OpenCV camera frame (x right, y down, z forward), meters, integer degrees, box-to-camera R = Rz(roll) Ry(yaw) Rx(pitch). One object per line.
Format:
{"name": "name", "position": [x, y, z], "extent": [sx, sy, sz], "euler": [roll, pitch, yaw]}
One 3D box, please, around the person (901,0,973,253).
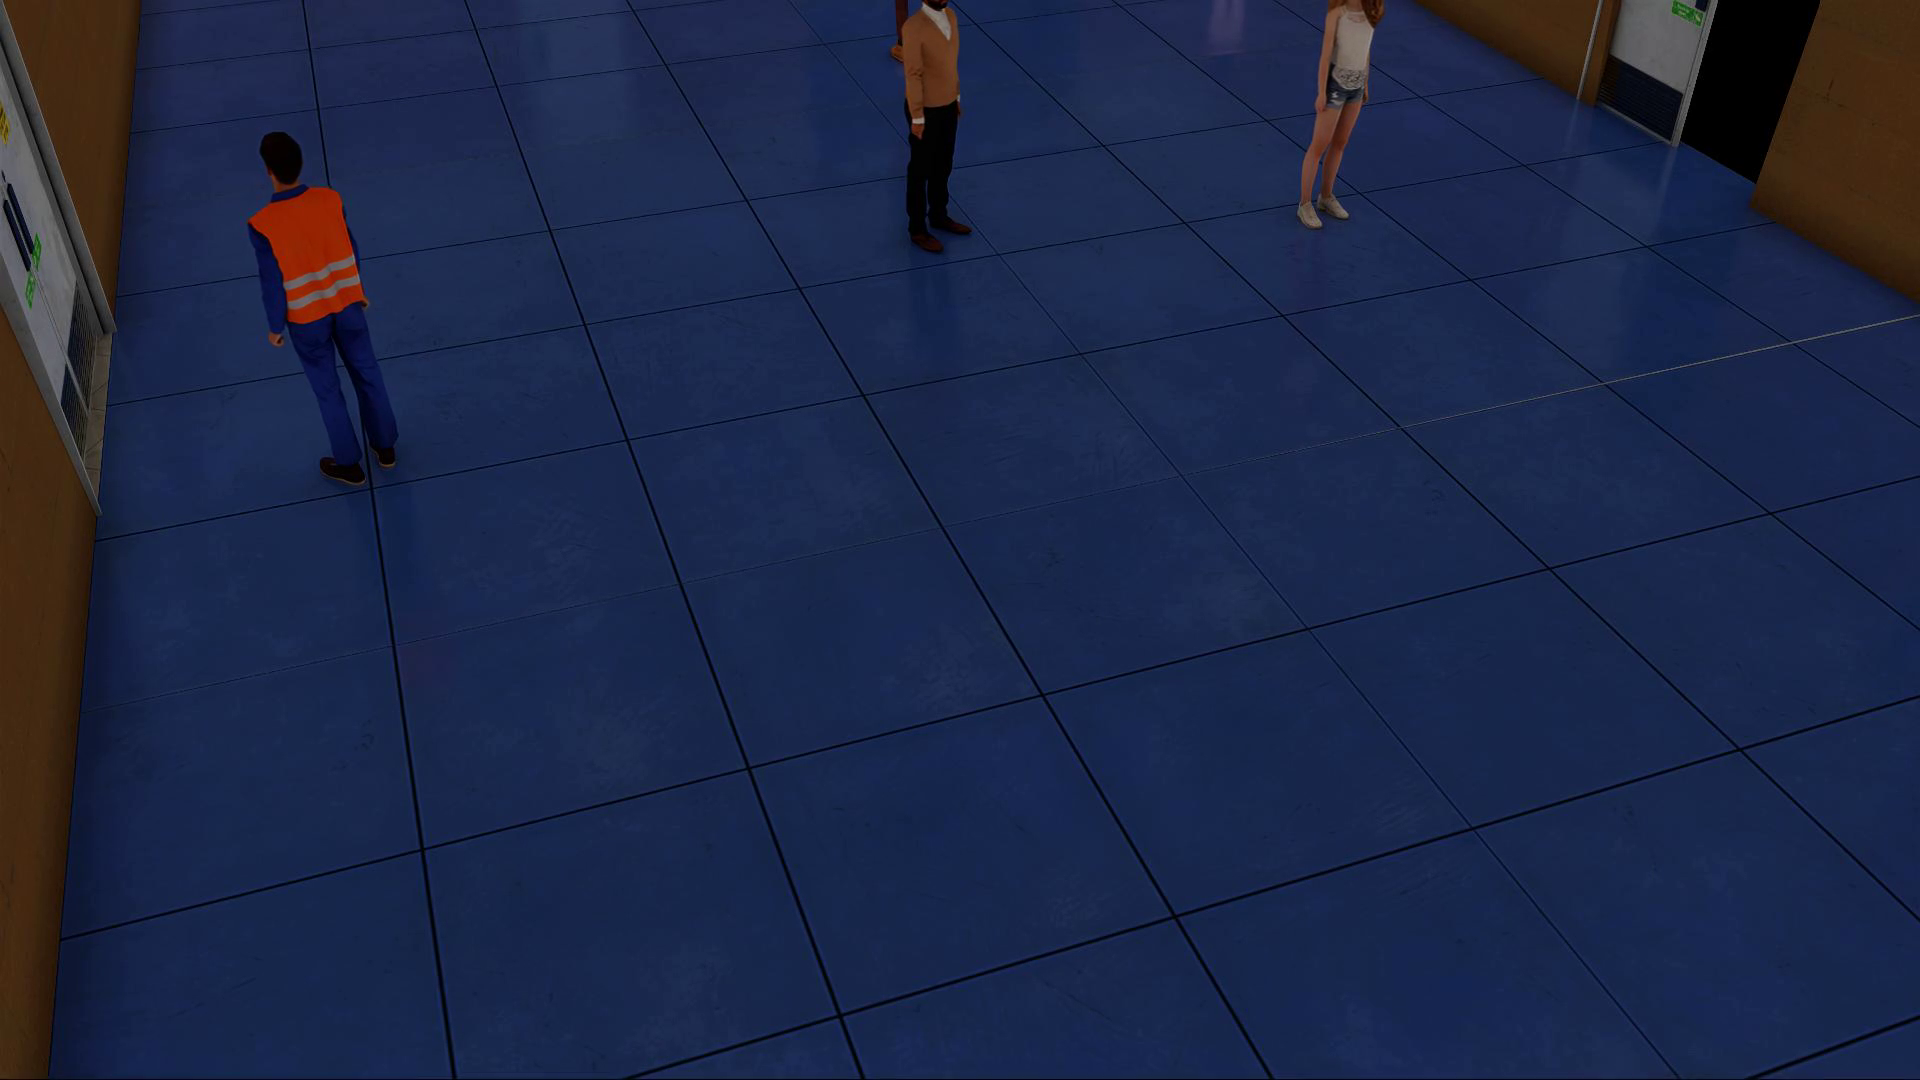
{"name": "person", "position": [-0.173, -2.704, 10.406], "extent": [0.818, 1.754, 0.731], "euler": [22, 42, 26]}

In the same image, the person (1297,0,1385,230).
{"name": "person", "position": [2.423, -2.877, 10.633], "extent": [0.512, 1.759, 0.681], "euler": [-21, 42, -25]}

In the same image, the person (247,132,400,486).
{"name": "person", "position": [-3.149, -1.127, 8.214], "extent": [0.845, 1.864, 0.720], "euler": [28, 45, 32]}
